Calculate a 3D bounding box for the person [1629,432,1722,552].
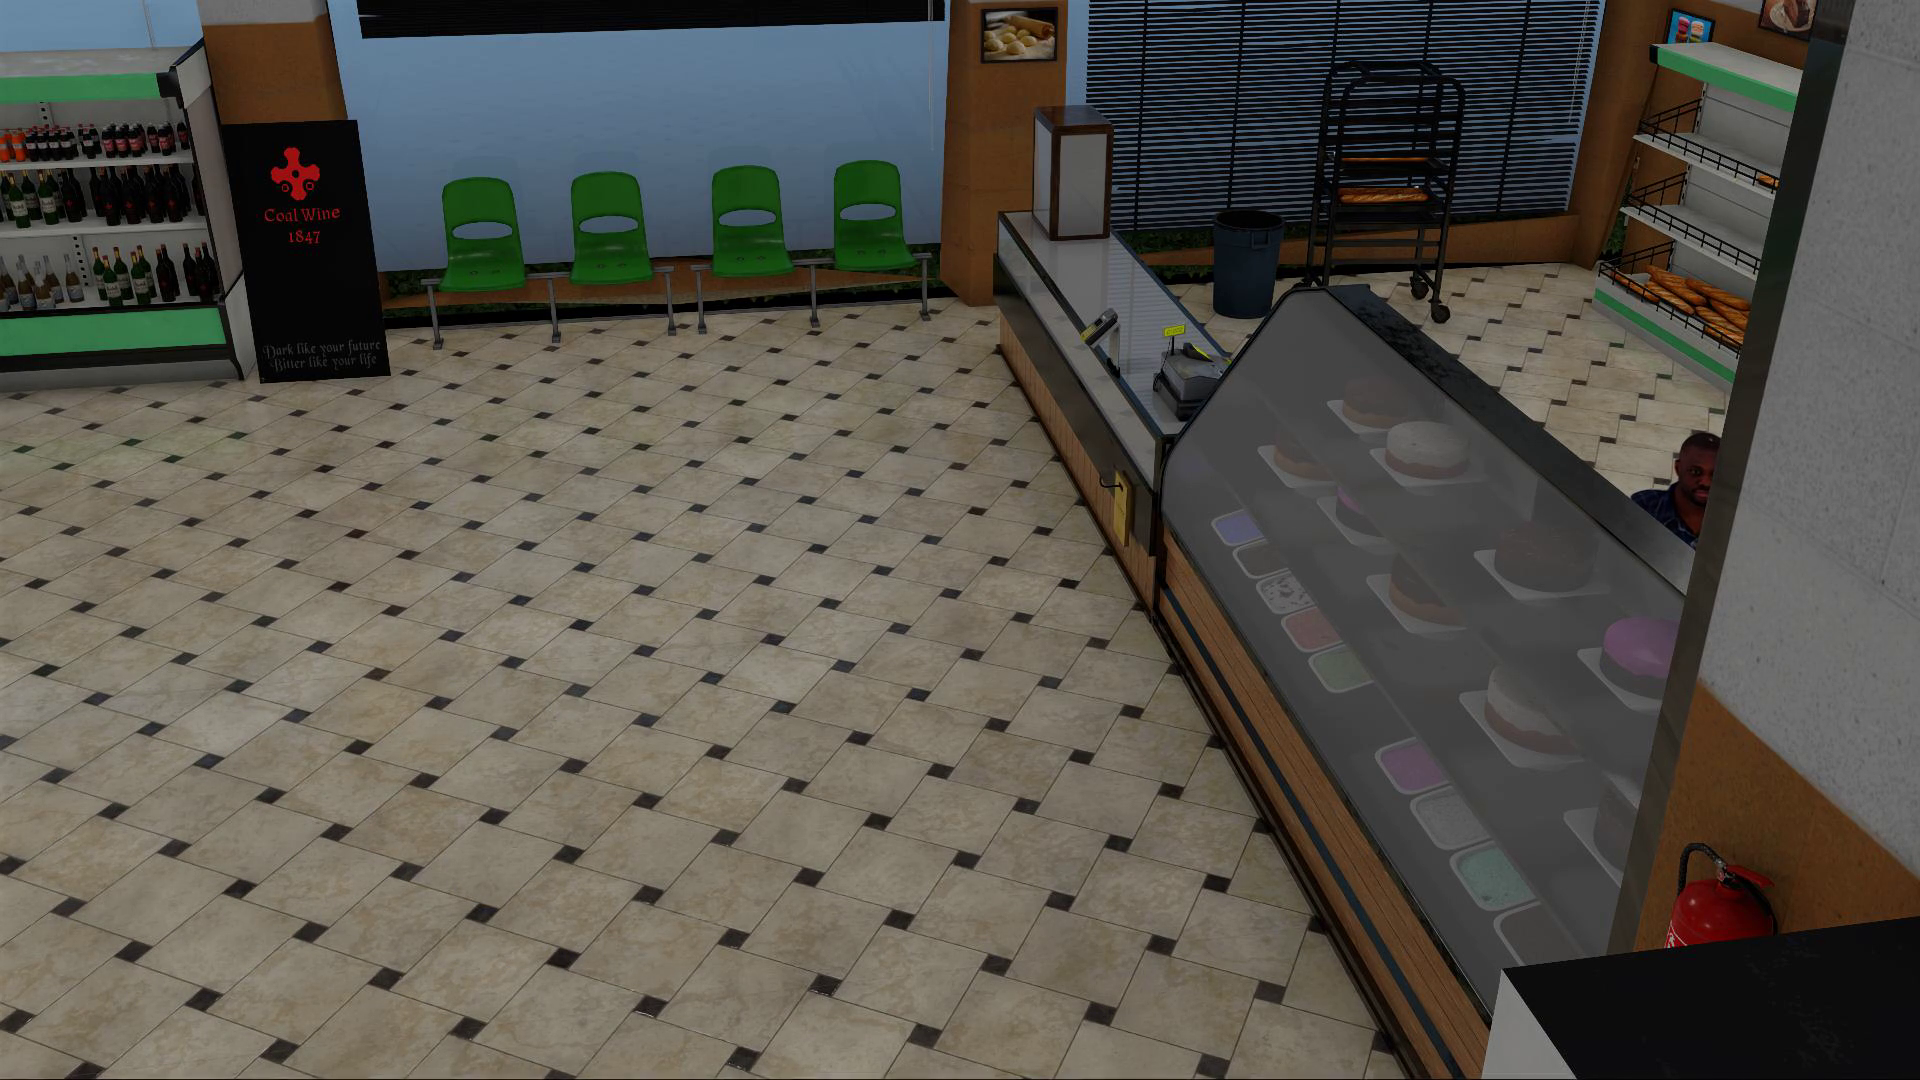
[{"bbox_3d":[2.636,0.436,6.268,0.661,1.824,0.801,4,27,7],"label":"person"}]
